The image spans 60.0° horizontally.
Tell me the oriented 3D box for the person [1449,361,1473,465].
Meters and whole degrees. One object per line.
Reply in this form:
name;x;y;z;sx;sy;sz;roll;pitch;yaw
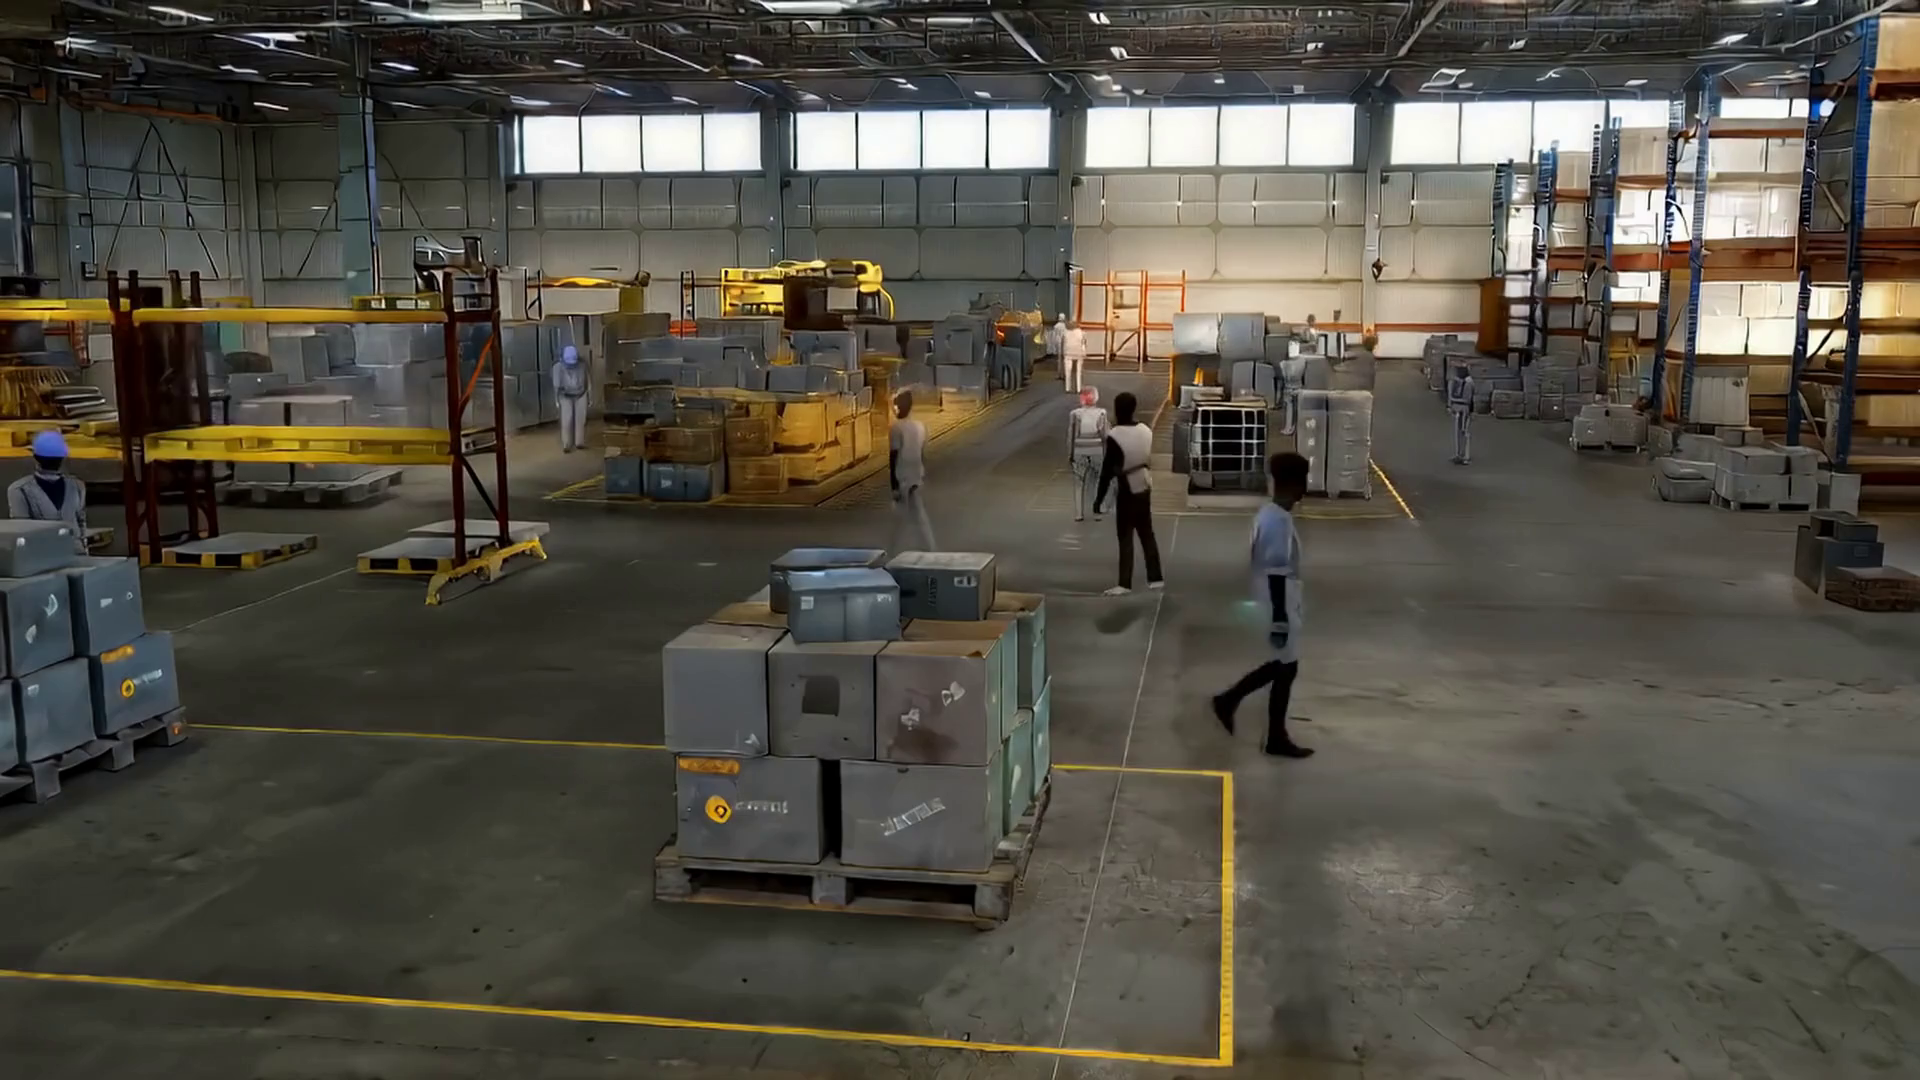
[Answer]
person;7.854;-1.985;26.005;0.318;1.631;0.524;-1;9;-4

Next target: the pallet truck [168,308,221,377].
pallet truck;-21.869;-5.598;47.154;0.823;1.965;1.885;4;10;26

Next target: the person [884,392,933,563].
person;-0.543;-0.598;16.929;0.490;1.810;1.015;-5;11;-29

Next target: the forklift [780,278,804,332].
forklift;-4.257;-5.269;42.409;1.873;2.768;1.129;1;9;9

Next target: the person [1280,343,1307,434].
person;6.207;-2.829;31.004;0.537;1.696;0.318;-4;10;-26

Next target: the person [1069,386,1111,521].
person;1.574;-1.042;20.154;0.523;1.639;0.306;2;10;15

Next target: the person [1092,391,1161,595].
person;1.580;-0.419;15.490;0.436;1.914;0.770;8;12;41

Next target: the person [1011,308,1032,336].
person;1.684;-5.525;46.817;0.708;1.971;0.502;3;10;19

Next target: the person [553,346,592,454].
person;-6.431;-2.329;27.656;0.628;1.793;0.957;-2;9;-11

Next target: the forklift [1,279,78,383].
forklift;-22.135;-4.786;39.432;1.873;2.768;1.129;1;9;9

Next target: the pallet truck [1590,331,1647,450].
pallet truck;11.253;-2.573;28.499;0.823;1.965;1.885;5;10;27

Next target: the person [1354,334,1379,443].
person;7.129;-2.666;29.312;0.485;1.919;0.624;7;11;36

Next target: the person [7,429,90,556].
person;-6.379;0.176;11.745;0.376;1.933;0.544;6;11;31

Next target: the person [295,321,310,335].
person;-14.755;-3.989;37.414;0.354;1.937;0.635;0;9;0

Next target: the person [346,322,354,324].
person;-16.673;-5.164;45.528;0.551;1.643;0.879;-6;11;-34

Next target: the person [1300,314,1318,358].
person;9.008;-4.865;42.884;0.560;1.920;0.548;-3;10;-18

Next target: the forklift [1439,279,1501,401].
forklift;11.963;-4.516;37.767;1.873;2.768;1.129;1;9;9

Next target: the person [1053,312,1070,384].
person;2.793;-5.097;44.309;0.656;1.920;0.433;-2;9;-10

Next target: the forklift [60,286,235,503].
forklift;-10.679;-1.915;21.727;1.873;2.768;1.129;0;9;-1

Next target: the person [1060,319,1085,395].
person;2.733;-4.443;40.506;0.625;1.846;0.429;-2;9;-13

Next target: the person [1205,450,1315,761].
person;1.893;0.402;10.304;0.596;1.945;0.630;1;9;7

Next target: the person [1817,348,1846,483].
person;12.460;-1.774;23.756;0.375;1.935;0.551;2;9;10
